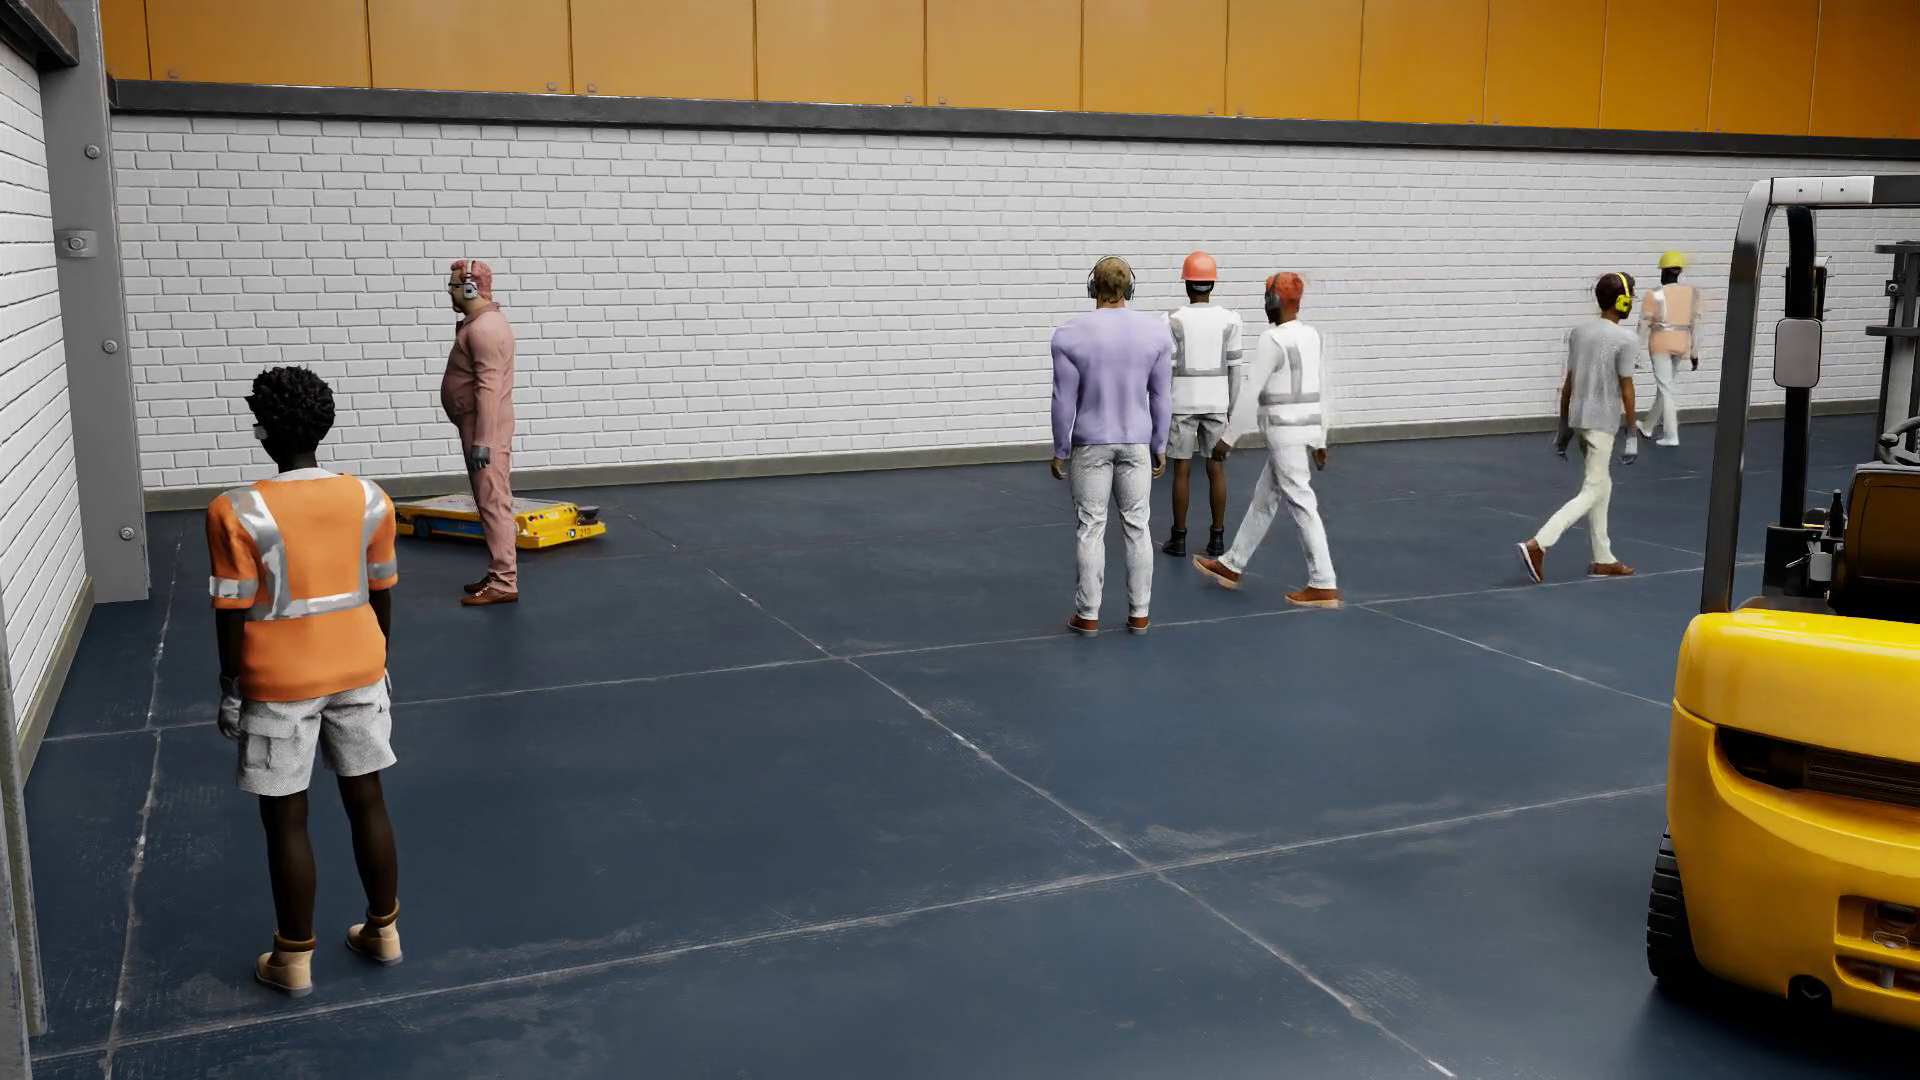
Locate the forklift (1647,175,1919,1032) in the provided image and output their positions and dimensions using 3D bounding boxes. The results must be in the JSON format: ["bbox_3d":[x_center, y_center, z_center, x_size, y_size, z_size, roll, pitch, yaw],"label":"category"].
[{"bbox_3d":[2.810,0.094,4.662,1.214,2.155,2.313,7,12,34],"label":"forklift"}]

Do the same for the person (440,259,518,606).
[{"bbox_3d":[-2.667,-0.594,9.245,0.403,1.906,0.651,-2,11,-12],"label":"person"}]

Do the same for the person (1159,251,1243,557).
[{"bbox_3d":[1.510,-0.855,10.585,0.545,1.942,0.353,-1,10,-5],"label":"person"}]

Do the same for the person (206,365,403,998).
[{"bbox_3d":[-1.750,0.377,4.497,0.320,1.689,0.530,8,13,37],"label":"person"}]

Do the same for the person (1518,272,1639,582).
[{"bbox_3d":[3.680,-0.653,9.779,0.851,1.841,0.521,-4,11,-20],"label":"person"}]

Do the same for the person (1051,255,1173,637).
[{"bbox_3d":[0.762,-0.468,8.463,0.627,1.941,0.371,-1,10,-6],"label":"person"}]

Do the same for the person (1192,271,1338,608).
[{"bbox_3d":[1.727,-0.564,9.278,0.990,1.831,0.596,7,12,34],"label":"person"}]

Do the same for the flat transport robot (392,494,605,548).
[{"bbox_3d":[-3.178,-0.146,11.284,1.431,0.197,0.652,6,12,28],"label":"flat transport robot"}]

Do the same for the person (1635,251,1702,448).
[{"bbox_3d":[6.891,-1.884,16.396,0.612,1.884,0.925,-2,11,-12],"label":"person"}]
